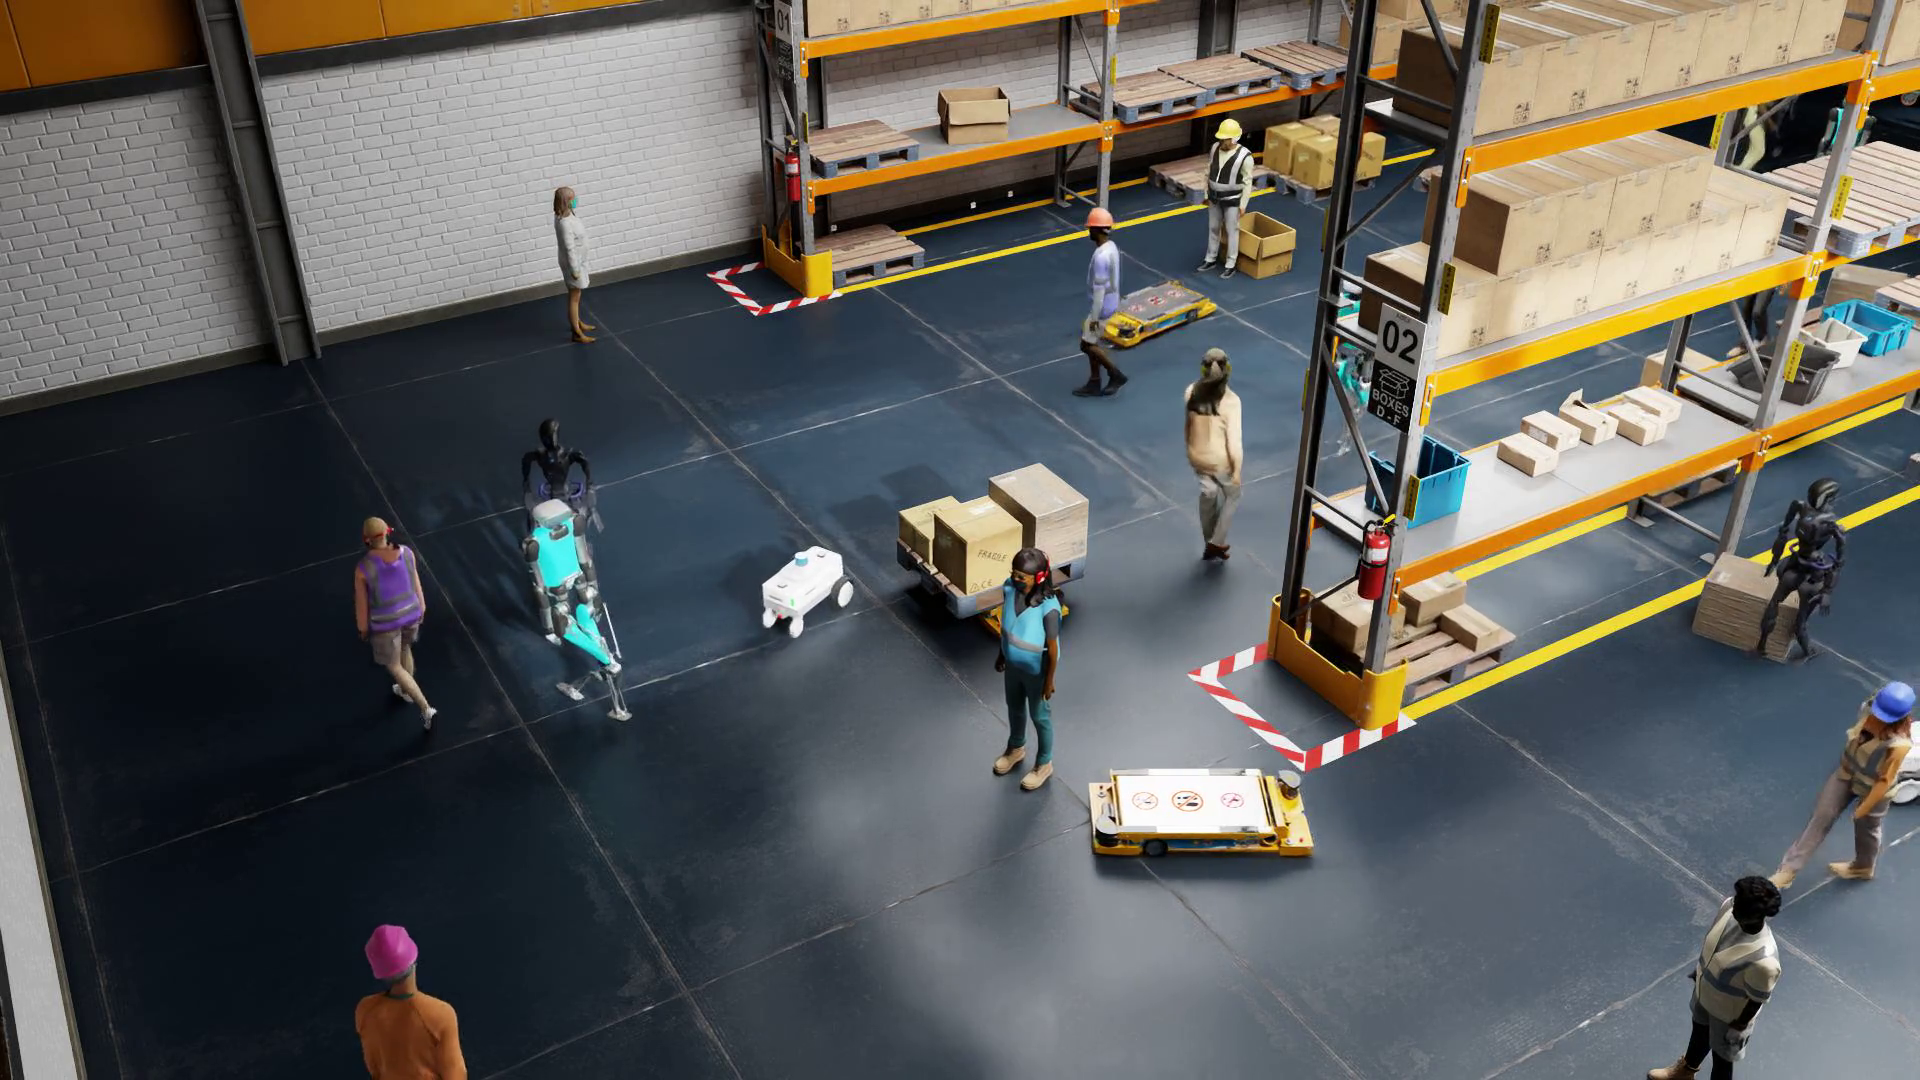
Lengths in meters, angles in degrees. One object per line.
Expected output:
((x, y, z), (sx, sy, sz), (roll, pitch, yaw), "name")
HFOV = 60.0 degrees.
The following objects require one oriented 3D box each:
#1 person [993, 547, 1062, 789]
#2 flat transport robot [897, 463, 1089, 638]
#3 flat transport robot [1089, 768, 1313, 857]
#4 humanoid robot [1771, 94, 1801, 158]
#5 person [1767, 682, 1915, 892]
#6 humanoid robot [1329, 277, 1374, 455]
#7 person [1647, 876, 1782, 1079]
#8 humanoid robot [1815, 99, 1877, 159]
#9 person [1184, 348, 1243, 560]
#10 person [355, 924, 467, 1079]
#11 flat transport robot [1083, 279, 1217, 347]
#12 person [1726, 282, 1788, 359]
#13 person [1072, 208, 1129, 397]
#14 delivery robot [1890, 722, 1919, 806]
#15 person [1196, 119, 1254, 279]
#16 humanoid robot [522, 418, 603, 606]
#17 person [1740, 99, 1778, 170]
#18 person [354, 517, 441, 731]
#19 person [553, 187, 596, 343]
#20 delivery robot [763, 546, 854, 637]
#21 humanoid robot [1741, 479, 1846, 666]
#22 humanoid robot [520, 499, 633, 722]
((0.463, 0.843, 11.249), (0.390, 1.860, 0.508), (-26, 40, -35), "person")
((0.222, 0.298, 13.608), (0.659, 0.231, 1.431), (-18, 36, -26), "flat transport robot")
((1.601, 1.830, 11.165), (1.431, 0.231, 0.659), (0, 32, 0), "flat transport robot")
((10.917, -5.868, 22.114), (0.468, 1.646, 0.602), (-22, 38, -31), "humanoid robot")
((5.527, 1.508, 10.310), (0.877, 1.711, 0.525), (-8, 33, -12), "person")
((3.683, -1.616, 15.279), (0.755, 1.781, 0.532), (-23, 39, -32), "humanoid robot")
((4.060, 2.437, 8.853), (0.319, 1.696, 0.532), (-2, 32, -3), "person")
((10.201, -4.296, 19.530), (0.662, 1.778, 0.540), (-25, 40, -34), "humanoid robot")
((2.087, -0.687, 13.689), (0.602, 1.850, 0.414), (26, 41, 35), "person")
((-2.633, 2.714, 8.189), (0.531, 1.931, 0.909), (0, 32, 0), "person")
((2.071, -2.470, 18.022), (1.431, 0.231, 0.659), (-25, 40, -34), "flat transport robot")
((8.142, -2.688, 16.893), (0.411, 1.833, 0.537), (-22, 38, -31), "person")
((1.389, -2.268, 16.169), (0.479, 1.895, 0.636), (3, 32, 4), "person")
((6.615, 1.484, 11.465), (0.797, 0.614, 0.499), (-2, 32, -4), "delivery robot")
((2.987, -3.857, 18.766), (0.595, 1.828, 0.403), (27, 41, 36), "person")
((-3.165, -0.297, 13.261), (0.609, 1.631, 0.697), (-2, 32, -3), "humanoid robot")
((10.159, -5.304, 21.094), (0.504, 1.813, 0.573), (26, 40, 35), "person")
((-4.012, 0.586, 11.831), (0.736, 1.666, 0.497), (25, 40, 34), "person")
((-4.021, -2.886, 17.374), (0.335, 1.659, 0.497), (-5, 32, -8), "person")
((-1.235, 0.367, 13.237), (0.499, 0.603, 0.803), (19, 37, 27), "delivery robot")
((6.305, 0.251, 12.391), (0.551, 1.657, 0.611), (-12, 34, -19), "humanoid robot")
((-2.610, 0.593, 11.812), (1.035, 1.766, 0.531), (22, 38, 30), "humanoid robot")
